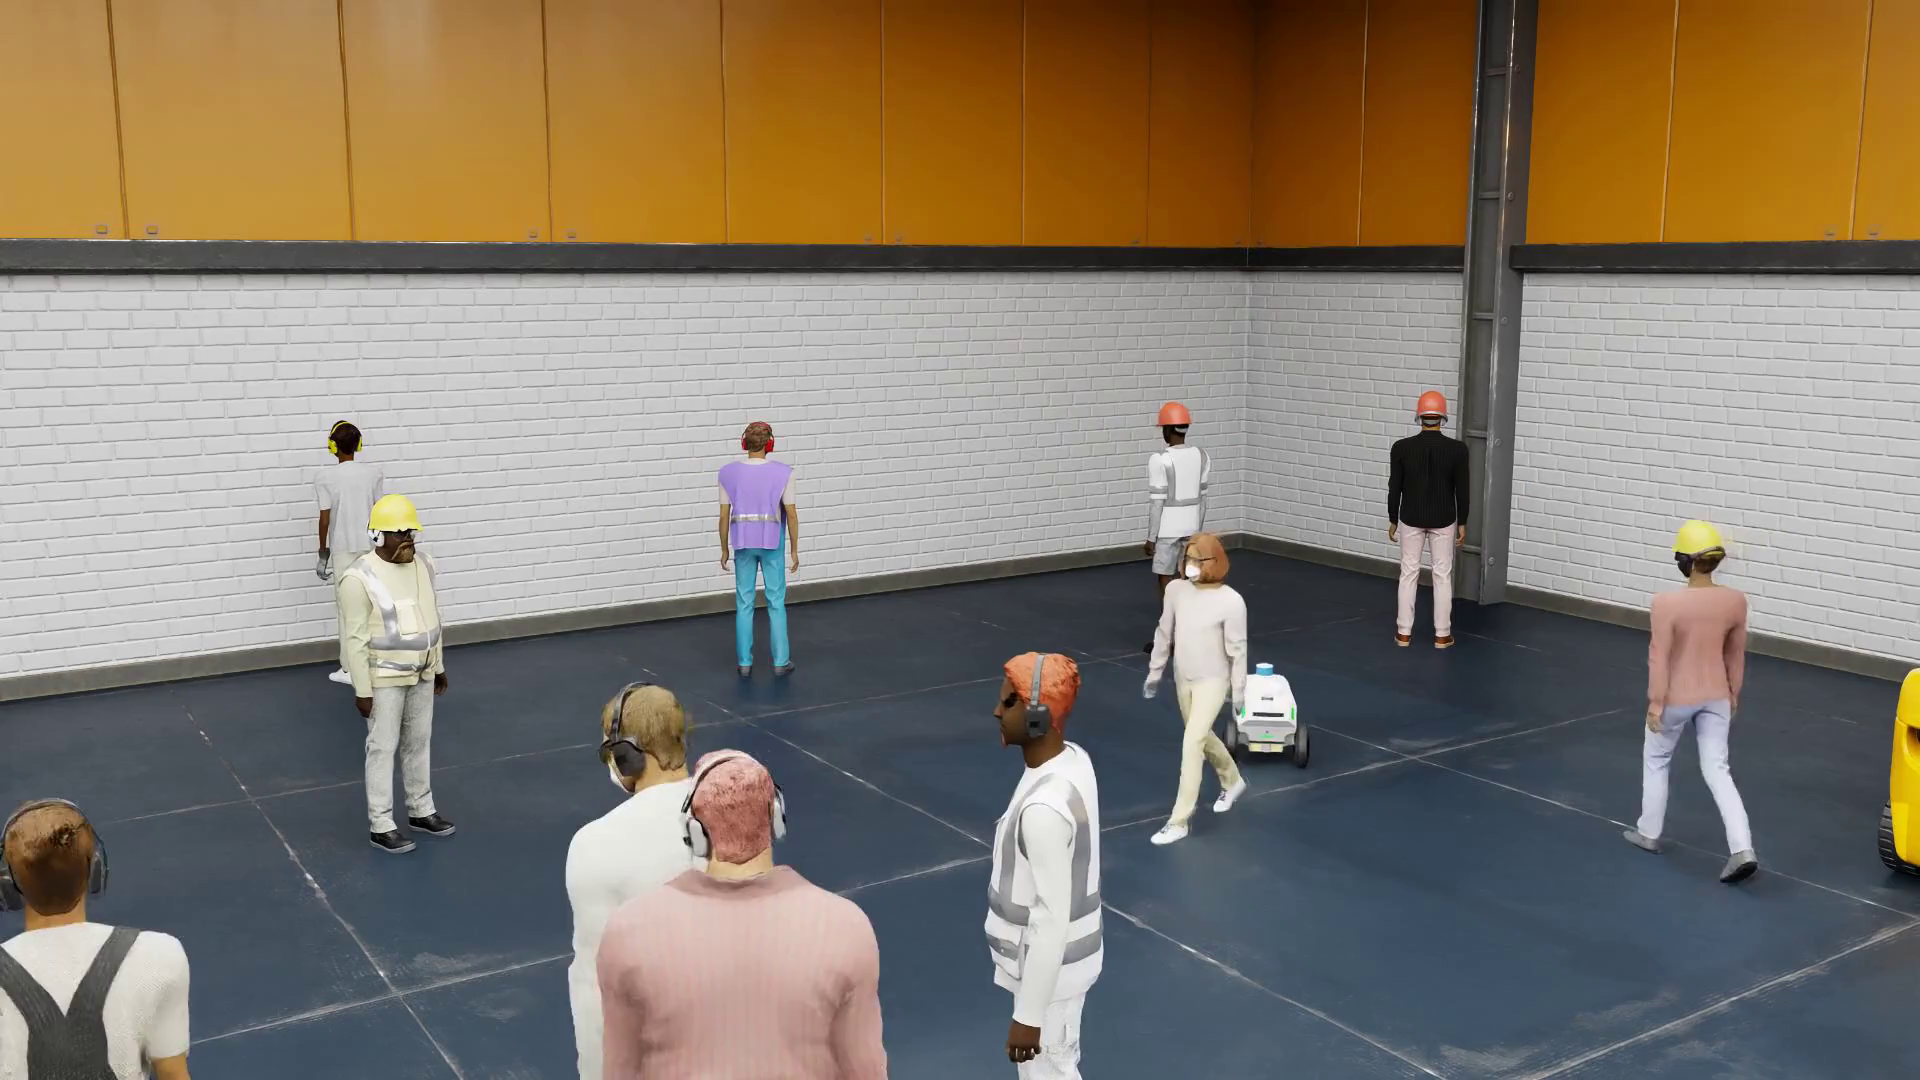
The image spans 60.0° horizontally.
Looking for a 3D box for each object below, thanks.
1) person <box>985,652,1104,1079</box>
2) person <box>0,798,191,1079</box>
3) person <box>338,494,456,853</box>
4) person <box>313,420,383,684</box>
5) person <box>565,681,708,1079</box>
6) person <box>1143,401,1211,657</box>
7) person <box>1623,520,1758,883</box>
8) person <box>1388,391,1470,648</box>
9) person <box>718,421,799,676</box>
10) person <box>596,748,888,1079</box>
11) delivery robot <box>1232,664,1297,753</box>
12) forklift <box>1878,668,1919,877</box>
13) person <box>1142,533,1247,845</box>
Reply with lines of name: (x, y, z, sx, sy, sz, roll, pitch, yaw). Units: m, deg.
person: (0.233, 1.243, 4.795, 0.355, 1.883, 0.575, 1, 9, 7)
person: (-1.925, 1.470, 3.644, 0.506, 1.823, 0.800, -6, 11, -31)
person: (-2.844, 0.668, 8.450, 0.403, 1.825, 0.592, 4, 10, 25)
person: (-4.318, 0.084, 11.804, 0.513, 1.876, 0.328, -9, 13, -43)
person: (-0.767, 1.315, 4.307, 0.621, 1.898, 0.650, 8, 13, 41)
person: (1.623, -0.081, 12.609, 0.544, 1.938, 0.356, -6, 11, -32)
person: (3.603, 0.771, 8.090, 0.531, 1.737, 0.840, -2, 10, -9)
person: (3.619, -0.154, 12.864, 0.615, 1.997, 0.373, 3, 10, 18)
person: (-1.449, 0.070, 11.974, 0.571, 1.843, 0.373, 0, 9, 1)
person: (-0.485, 1.420, 3.774, 0.662, 1.881, 0.768, -1, 9, -5)
delivery robot: (1.831, 0.990, 10.030, 0.477, 0.478, 0.707, 1, 10, 6)
forklift: (5.511, 0.571, 7.906, 2.313, 2.155, 1.214, -6, 11, -33)
person: (1.293, 0.734, 8.718, 0.832, 1.598, 0.511, -8, 12, -40)
